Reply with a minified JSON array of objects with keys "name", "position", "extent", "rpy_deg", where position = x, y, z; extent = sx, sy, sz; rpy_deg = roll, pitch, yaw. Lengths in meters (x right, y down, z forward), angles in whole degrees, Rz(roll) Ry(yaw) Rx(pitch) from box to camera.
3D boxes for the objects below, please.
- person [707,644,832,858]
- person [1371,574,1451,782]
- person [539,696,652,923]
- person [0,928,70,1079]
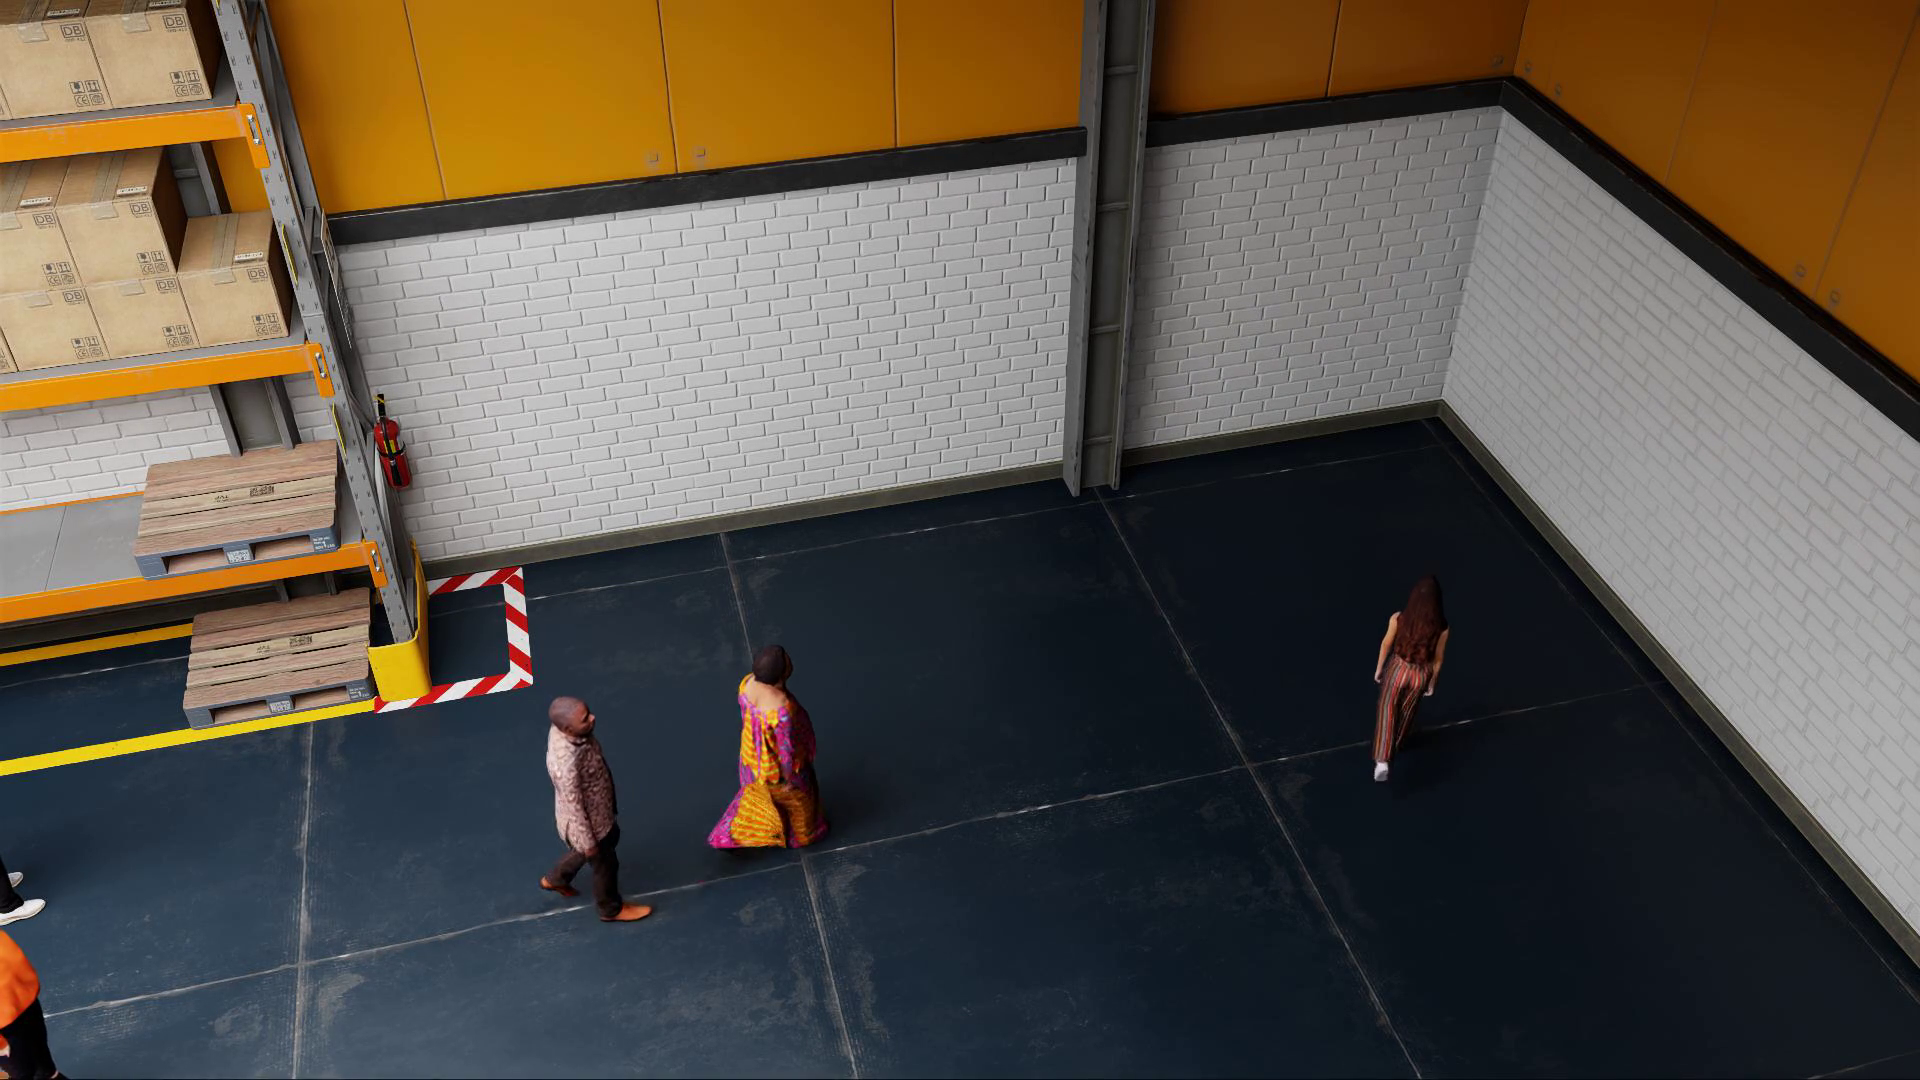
[{"name":"person","position":[-1.157,1.301,9.910],"extent":[1.128,1.670,0.899],"rpy_deg":[-26,45,-29]},{"name":"person","position":[2.834,0.897,10.517],"extent":[0.956,1.543,0.920],"rpy_deg":[12,40,15]},{"name":"person","position":[-2.212,1.559,9.493],"extent":[0.883,1.789,0.745],"rpy_deg":[-6,39,-7]},{"name":"person","position":[-4.859,2.411,8.458],"extent":[0.594,1.748,0.647],"rpy_deg":[-4,39,-5]}]
